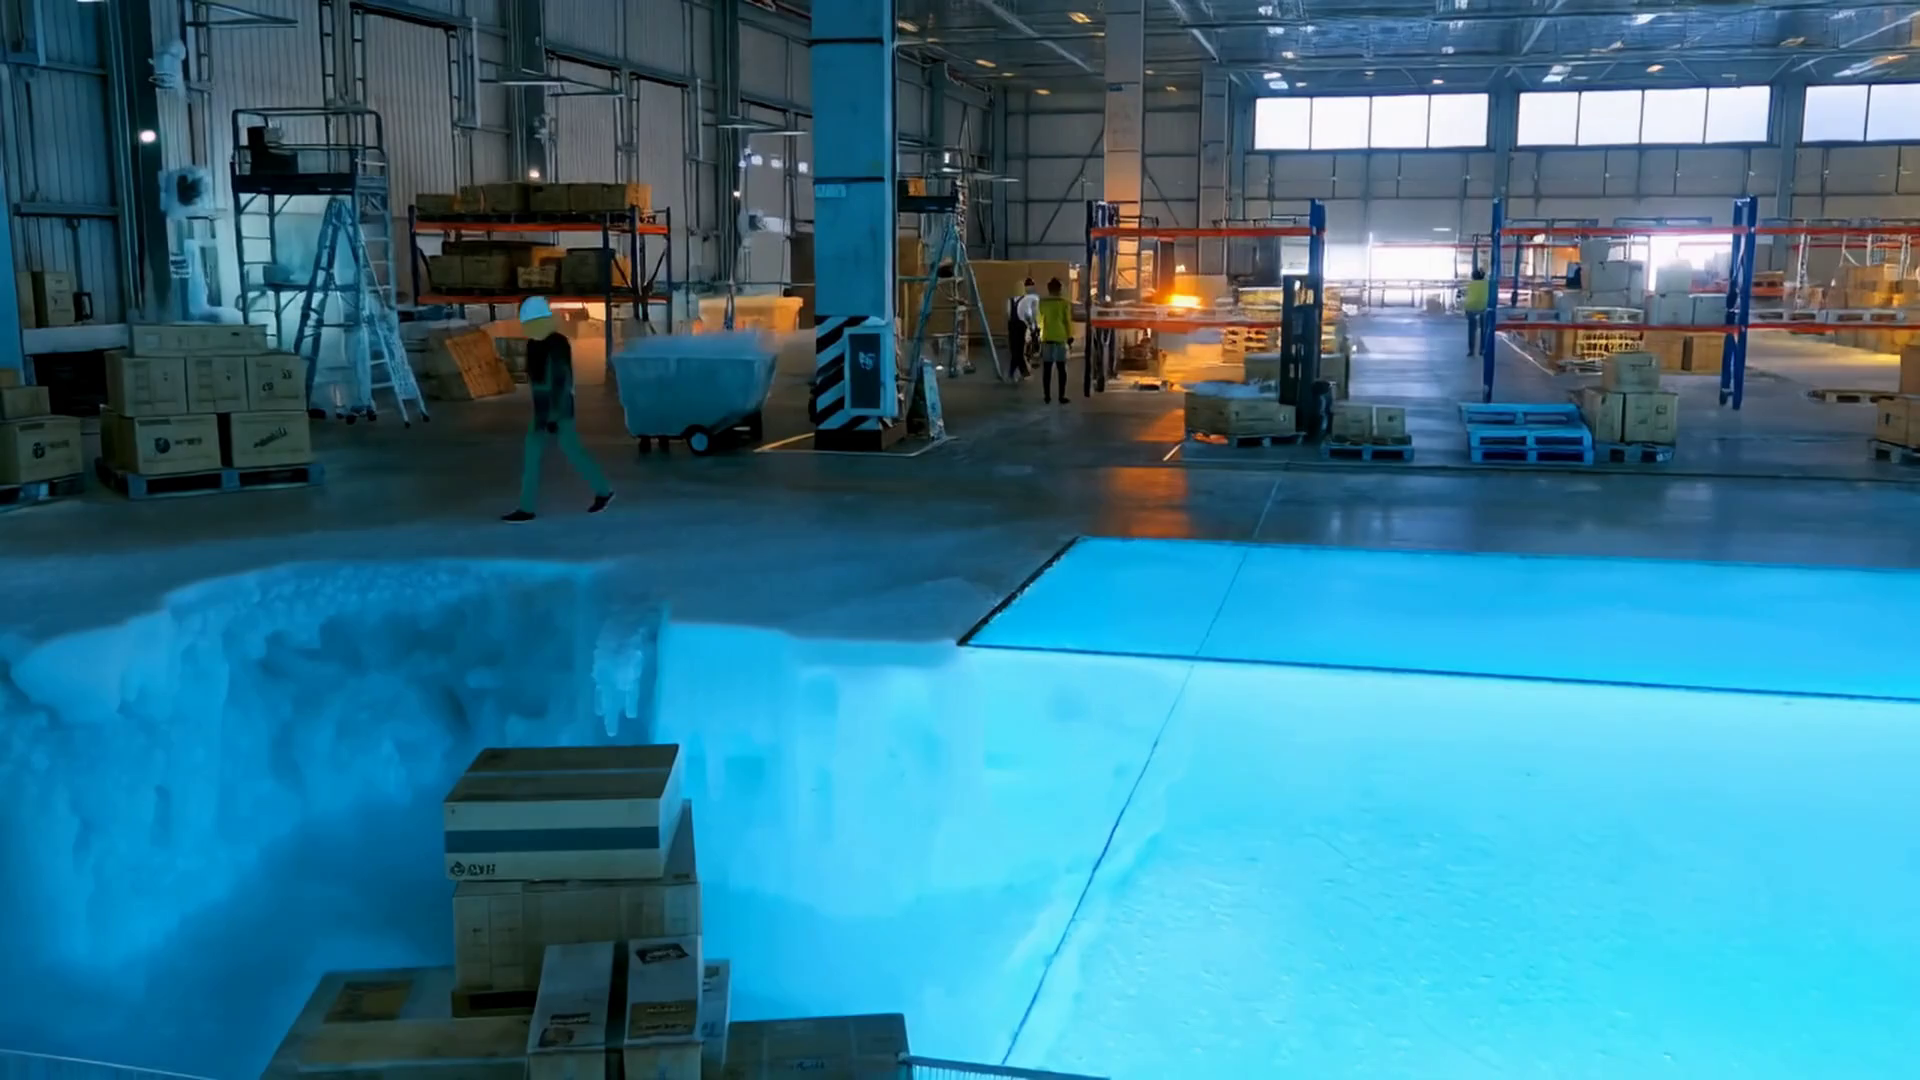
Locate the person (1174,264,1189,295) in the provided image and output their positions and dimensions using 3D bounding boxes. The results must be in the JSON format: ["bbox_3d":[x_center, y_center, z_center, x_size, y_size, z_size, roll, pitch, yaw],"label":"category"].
[{"bbox_3d":[7.788,-8.735,58.614,0.629,1.936,0.373,2,10,14],"label":"person"}]

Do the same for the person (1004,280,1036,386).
[{"bbox_3d":[1.055,-3.546,28.469,0.516,1.794,0.936,9,13,44],"label":"person"}]

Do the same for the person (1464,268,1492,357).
[{"bbox_3d":[11.338,-4.964,36.403,0.629,1.940,0.373,2,10,14],"label":"person"}]

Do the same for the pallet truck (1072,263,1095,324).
[{"bbox_3d":[4.325,-8.180,55.162,0.823,1.965,1.885,6,11,31],"label":"pallet truck"}]

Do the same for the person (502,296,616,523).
[{"bbox_3d":[-3.354,-1.103,13.901,0.570,1.869,1.030,8,12,39],"label":"person"}]

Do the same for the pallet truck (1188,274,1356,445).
[{"bbox_3d":[3.653,-2.138,19.590,1.885,1.965,0.823,-4,10,-20],"label":"pallet truck"}]

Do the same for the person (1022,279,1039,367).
[{"bbox_3d":[1.352,-4.306,33.103,0.484,1.744,0.295,2,10,14],"label":"person"}]

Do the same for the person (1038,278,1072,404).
[{"bbox_3d":[1.420,-2.966,24.837,0.508,1.872,0.329,2,10,14],"label":"person"}]

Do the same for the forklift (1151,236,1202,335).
[{"bbox_3d":[5.866,-7.214,46.878,1.873,2.768,1.129,2,10,14],"label":"forklift"}]

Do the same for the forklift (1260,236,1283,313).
[{"bbox_3d":[9.523,-7.909,50.973,1.873,2.768,1.129,-2,10,-13],"label":"forklift"}]
